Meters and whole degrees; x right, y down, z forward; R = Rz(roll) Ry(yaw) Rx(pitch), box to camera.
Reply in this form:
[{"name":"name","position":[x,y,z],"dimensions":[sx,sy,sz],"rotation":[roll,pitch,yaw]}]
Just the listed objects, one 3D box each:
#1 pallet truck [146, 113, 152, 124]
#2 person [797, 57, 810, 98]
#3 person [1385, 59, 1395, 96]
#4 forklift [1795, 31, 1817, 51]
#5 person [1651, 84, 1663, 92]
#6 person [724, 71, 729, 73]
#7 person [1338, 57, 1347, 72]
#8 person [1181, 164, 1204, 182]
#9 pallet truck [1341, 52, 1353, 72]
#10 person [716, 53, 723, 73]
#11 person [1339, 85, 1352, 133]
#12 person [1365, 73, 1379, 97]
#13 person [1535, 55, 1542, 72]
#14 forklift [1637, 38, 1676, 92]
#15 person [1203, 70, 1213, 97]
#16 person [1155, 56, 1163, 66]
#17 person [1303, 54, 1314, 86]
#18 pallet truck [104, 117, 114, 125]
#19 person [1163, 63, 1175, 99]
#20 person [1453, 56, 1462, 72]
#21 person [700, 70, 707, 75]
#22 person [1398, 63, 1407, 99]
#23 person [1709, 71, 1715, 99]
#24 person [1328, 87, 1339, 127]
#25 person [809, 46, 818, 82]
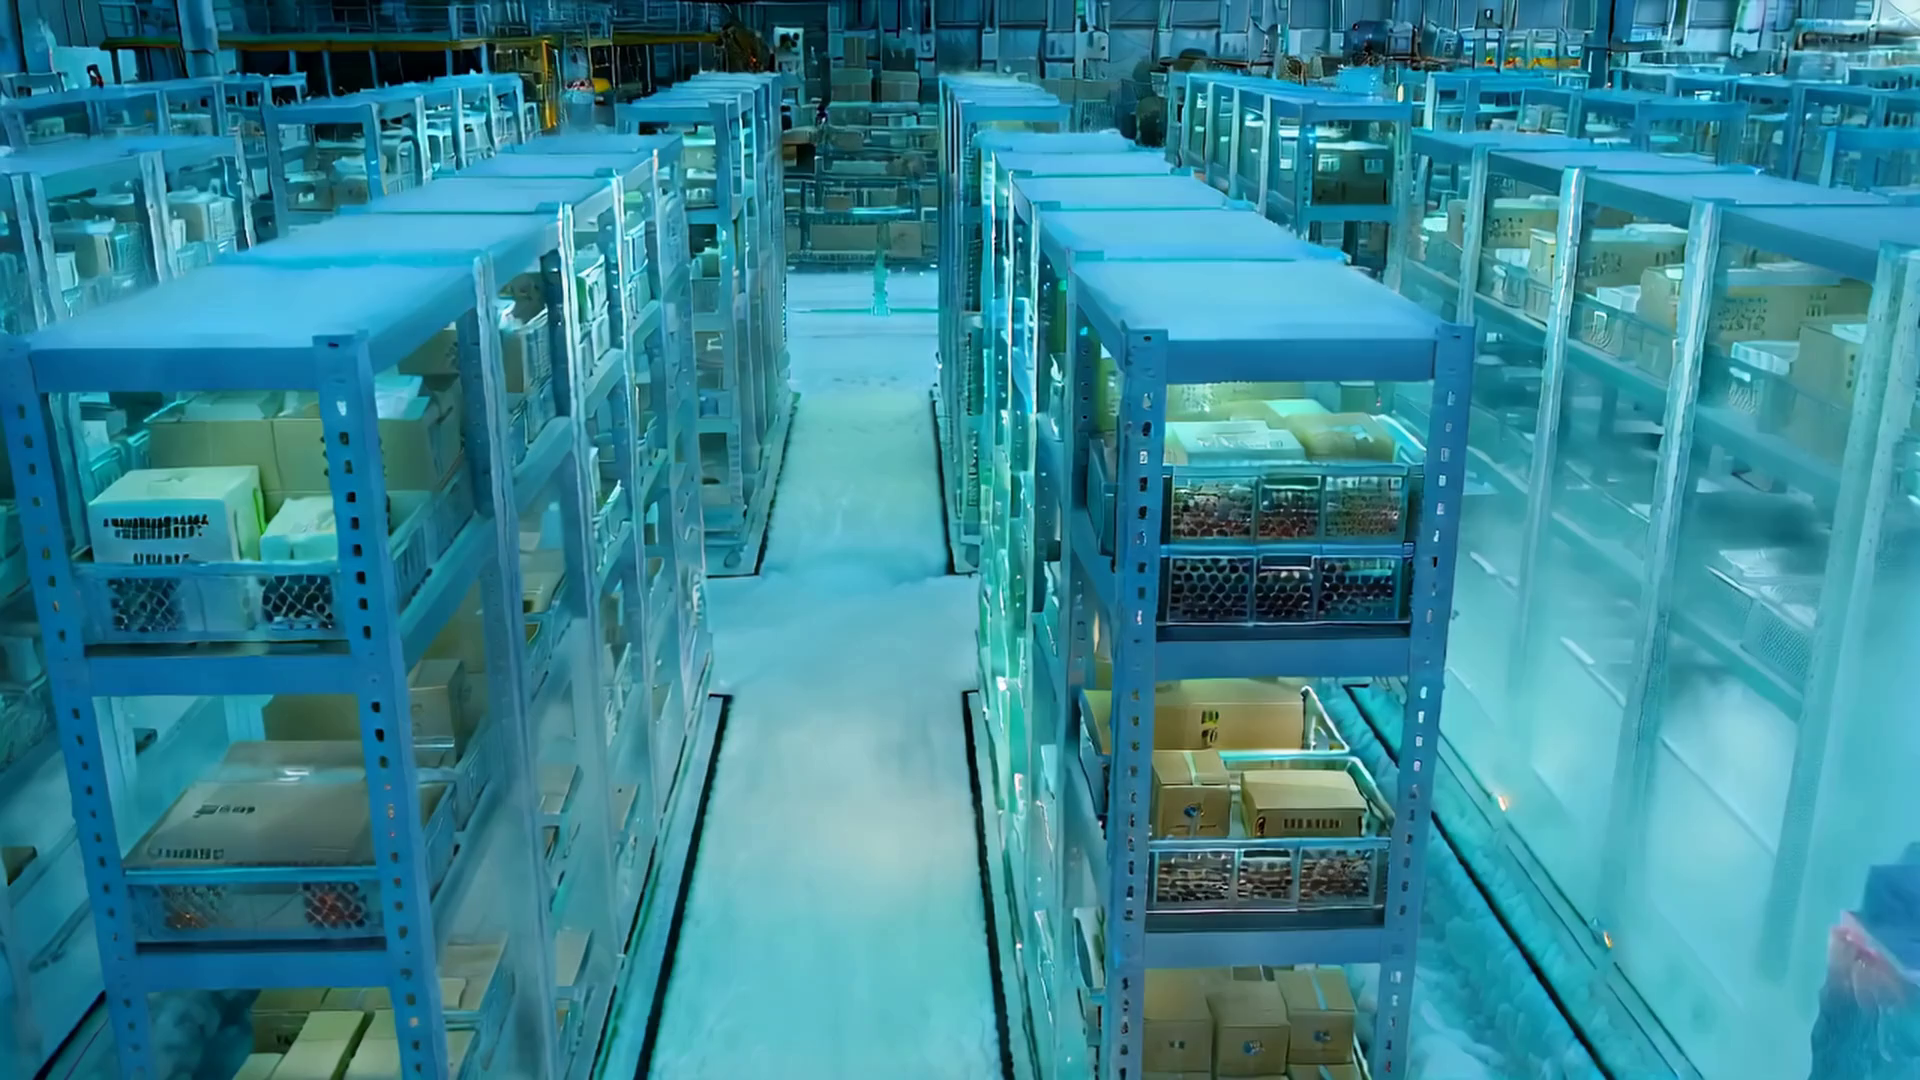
[{"name":"pallet truck","position":[-18.087,-8.309,36.390],"dimensions":[1.885,1.965,0.823],"rotation":[-1,18,-4]},{"name":"person","position":[-7.324,-21.683,77.964],"dimensions":[0.549,1.883,0.976],"rotation":[-3,18,-10]},{"name":"person","position":[20.714,-22.267,80.044],"dimensions":[0.484,1.708,0.833],"rotation":[-4,18,-13]},{"name":"forklift","position":[45.898,-26.250,90.495],"dimensions":[1.129,2.768,1.873],"rotation":[-1,18,-2]},{"name":"person","position":[24.918,-15.762,59.626],"dimensions":[0.571,1.883,0.868],"rotation":[-15,23,-39]},{"name":"person","position":[-8.581,-16.370,61.514],"dimensions":[0.585,1.882,0.337],"rotation":[3,18,8]},{"name":"person","position":[19.189,-23.328,83.344],"dimensions":[0.569,1.680,0.549],"rotation":[-14,22,-36]},{"name":"person","position":[4.786,-7.426,34.086],"dimensions":[0.909,1.724,0.522],"rotation":[-9,20,-27]},{"name":"pallet truck","position":[18.794,-23.123,82.231],"dimensions":[0.823,1.965,1.885],"rotation":[-13,22,-35]},{"name":"person","position":[-13.191,-25.956,91.136],"dimensions":[0.418,1.911,0.595],"rotation":[1,18,2]},{"name":"person","position":[12.259,-13.567,53.016],"dimensions":[0.601,1.788,0.944],"rotation":[0,18,-1]},{"name":"person","position":[15.706,-16.921,63.459],"dimensions":[0.532,1.740,0.429],"rotation":[7,19,21]},{"name":"person","position":[27.933,-22.439,80.288],"dimensions":[0.905,1.899,0.588],"rotation":[2,18,7]},{"name":"forklift","position":[30.789,-20.657,73.187],"dimensions":[1.129,2.768,1.873],"rotation":[-1,18,-2]},{"name":"person","position":[8.879,-15.958,60.106],"dimensions":[0.769,1.969,0.626],"rotation":[8,20,25]},{"name":"person","position":[9.267,-21.651,77.802],"dimensions":[0.457,1.926,0.629],"rotation":[9,20,25]},{"name":"person","position":[16.656,-22.192,79.453],"dimensions":[0.370,1.934,0.627],"rotation":[-14,23,-37]},{"name":"pallet truck","position":[-18.367,-7.885,35.078],"dimensions":[1.885,1.965,0.823],"rotation":[1,18,2]},{"name":"person","position":[8.293,-17.717,65.432],"dimensions":[0.673,2.000,0.536],"rotation":[-2,18,-7]},{"name":"person","position":[24.371,-22.797,81.577],"dimensions":[0.972,1.792,0.640],"rotation":[3,18,9]},{"name":"person","position":[-8.964,-15.542,58.698],"dimensions":[0.382,2.045,0.605],"rotation":[8,20,24]},{"name":"person","position":[18.946,-19.576,71.527],"dimensions":[0.877,1.841,0.525],"rotation":[-14,23,-37]},{"name":"person","position":[29.391,-17.632,65.289],"dimensions":[0.613,1.963,0.361],"rotation":[2,18,8]},{"name":"person","position":[12.313,-14.073,54.762],"dimensions":[0.529,1.665,0.830],"rotation":[0,18,-1]},{"name":"person","position":[-8.264,-26.906,94.037],"dimensions":[0.614,1.933,0.412],"rotation":[-16,24,-41]}]
